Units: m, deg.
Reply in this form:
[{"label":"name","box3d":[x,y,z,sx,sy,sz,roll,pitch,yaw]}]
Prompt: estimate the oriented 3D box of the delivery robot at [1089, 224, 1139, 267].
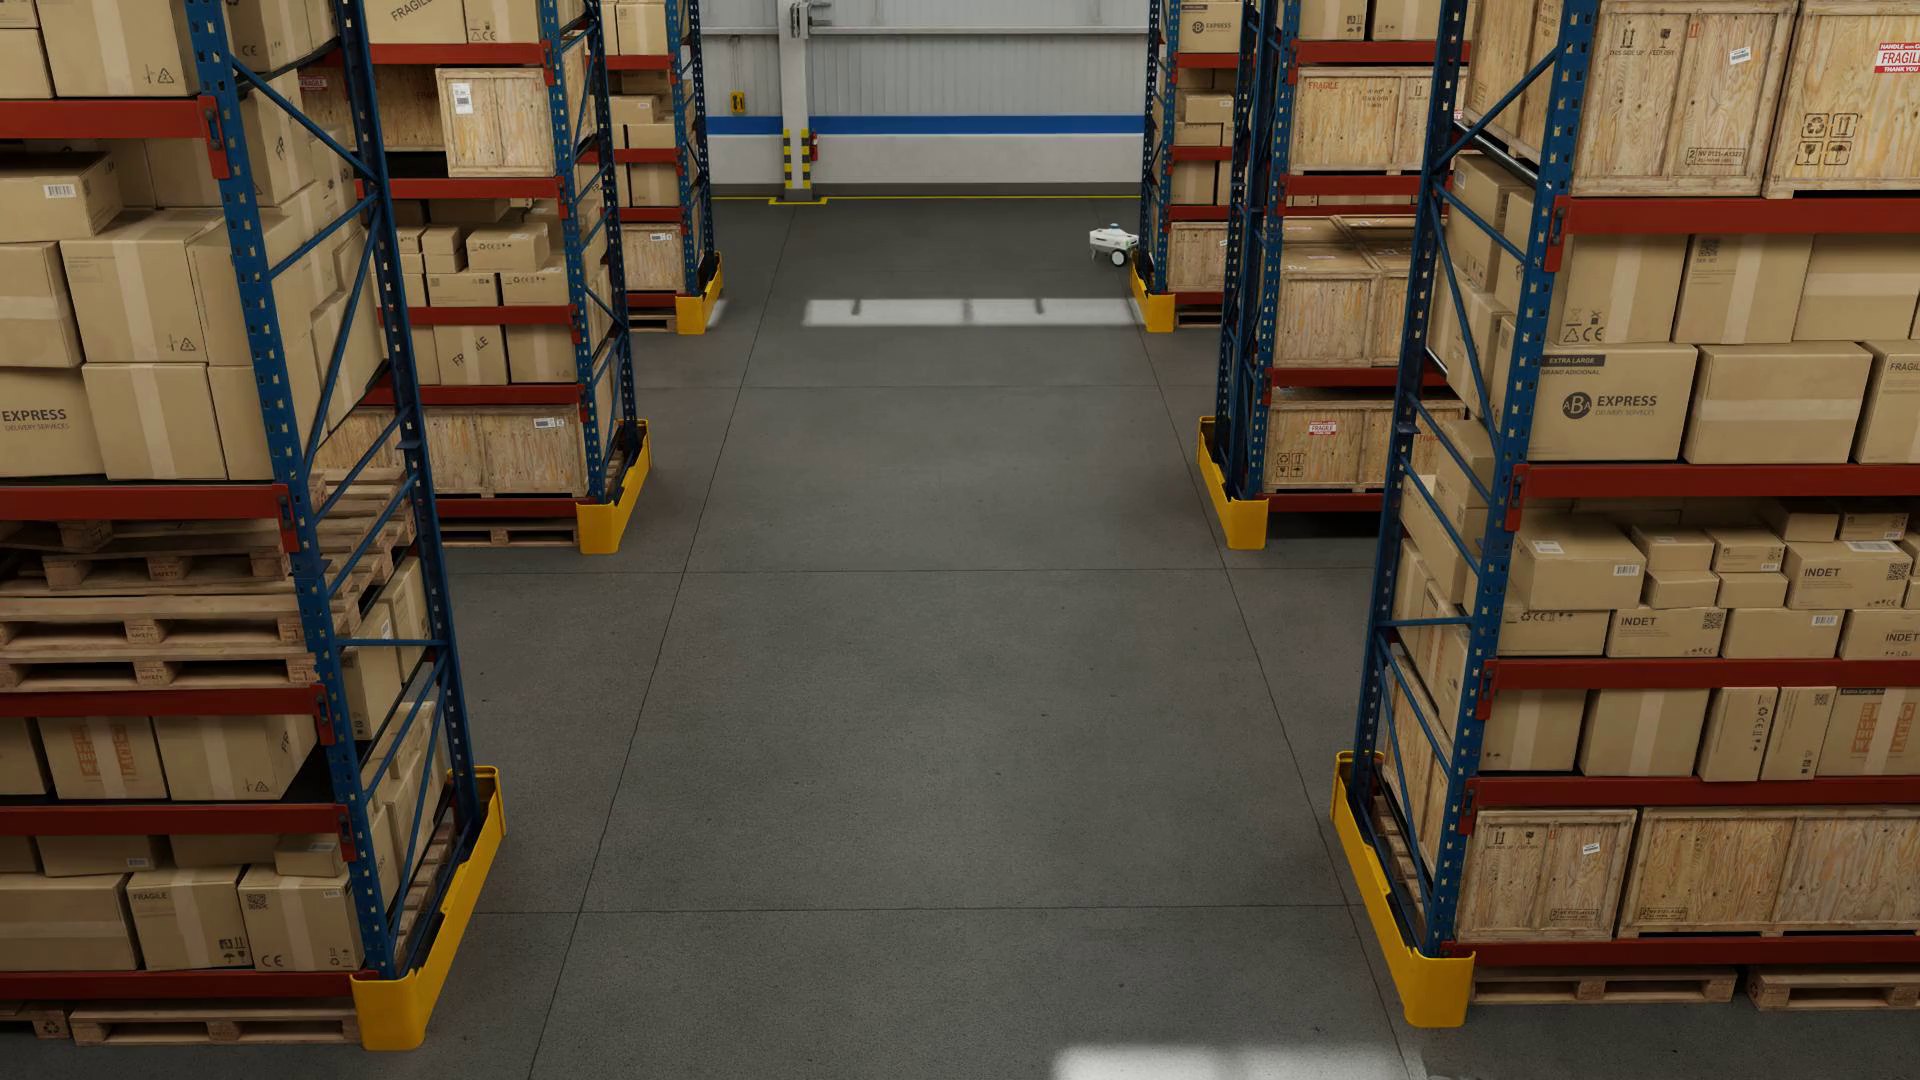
[{"label":"delivery robot","box3d":[2.374,-4.378,24.825,0.750,0.535,0.667,17,30,32]}]
